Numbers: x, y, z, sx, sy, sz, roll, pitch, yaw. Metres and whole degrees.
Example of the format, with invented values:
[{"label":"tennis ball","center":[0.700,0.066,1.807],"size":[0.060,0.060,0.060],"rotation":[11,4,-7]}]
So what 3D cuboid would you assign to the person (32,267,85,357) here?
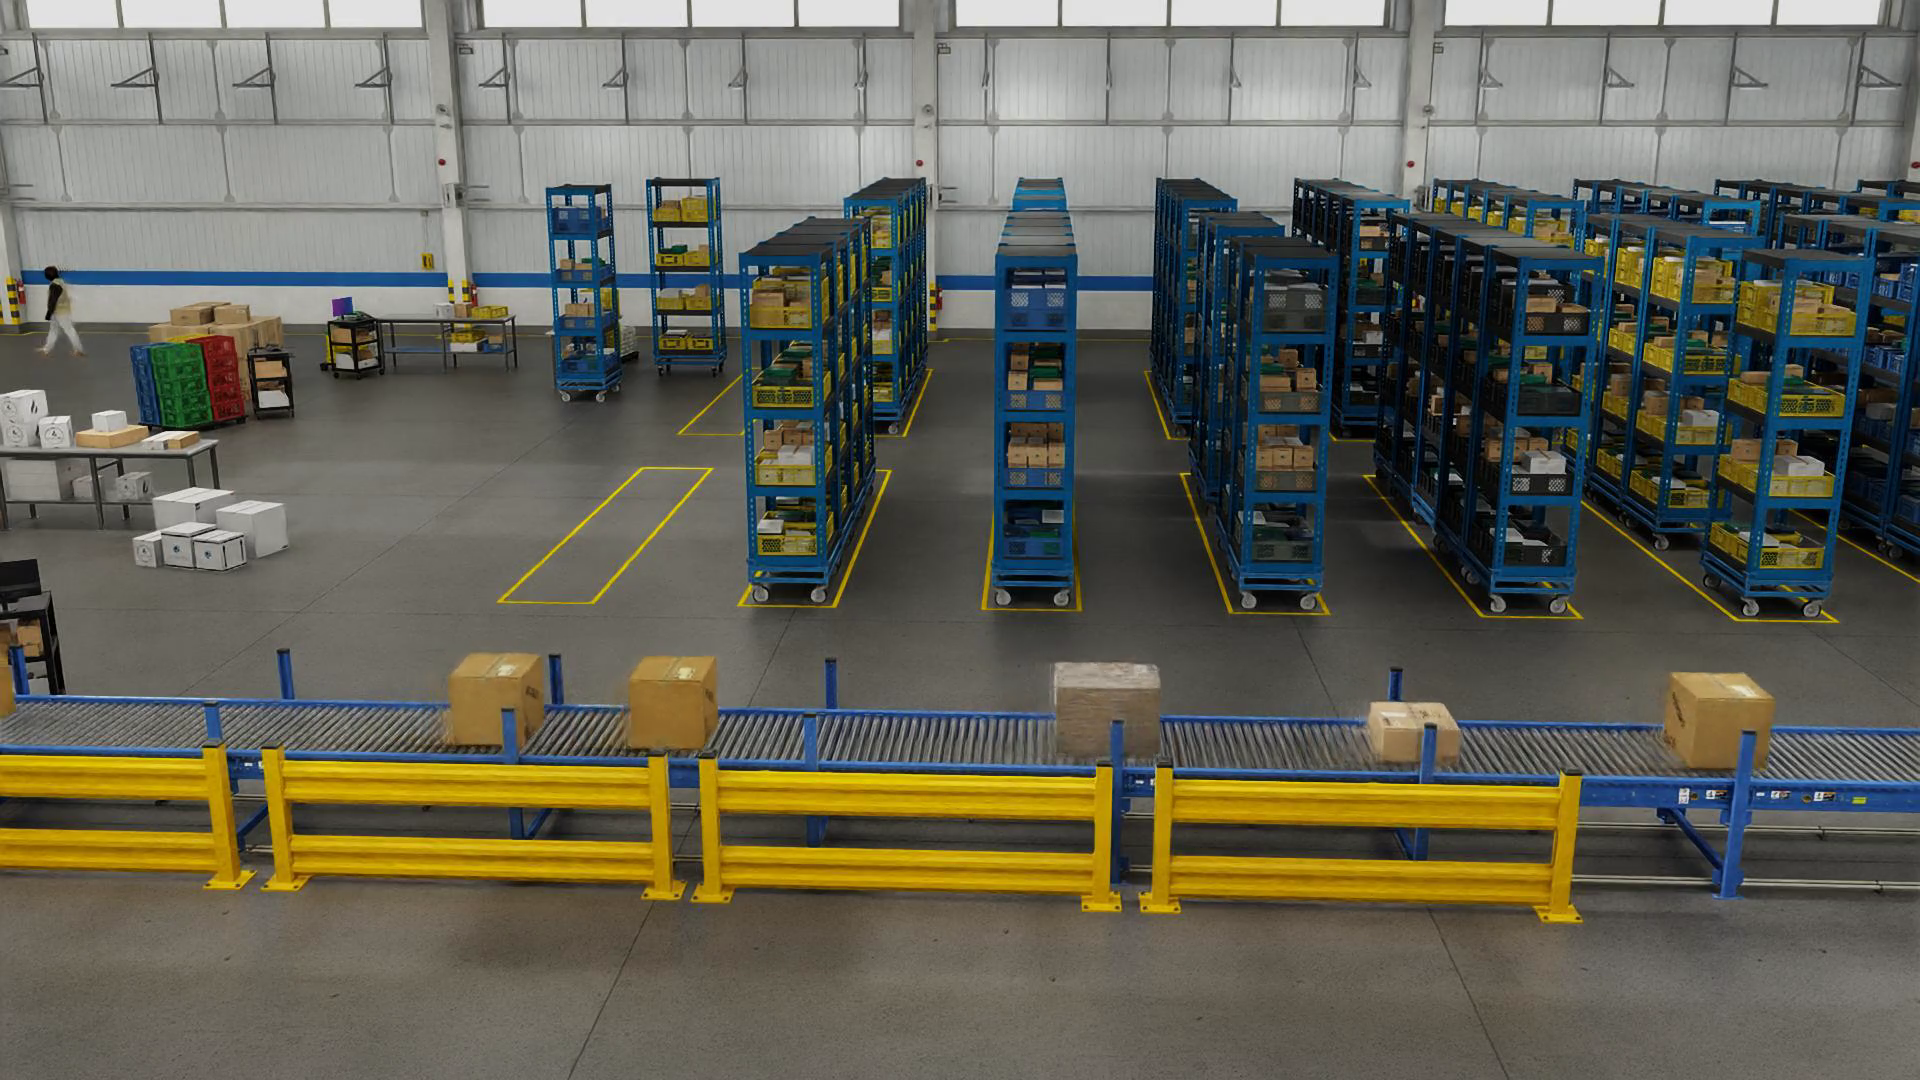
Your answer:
[{"label":"person","center":[-17.852,-4.474,32.764],"size":[0.969,1.787,0.626],"rotation":[-7,16,-24]}]
